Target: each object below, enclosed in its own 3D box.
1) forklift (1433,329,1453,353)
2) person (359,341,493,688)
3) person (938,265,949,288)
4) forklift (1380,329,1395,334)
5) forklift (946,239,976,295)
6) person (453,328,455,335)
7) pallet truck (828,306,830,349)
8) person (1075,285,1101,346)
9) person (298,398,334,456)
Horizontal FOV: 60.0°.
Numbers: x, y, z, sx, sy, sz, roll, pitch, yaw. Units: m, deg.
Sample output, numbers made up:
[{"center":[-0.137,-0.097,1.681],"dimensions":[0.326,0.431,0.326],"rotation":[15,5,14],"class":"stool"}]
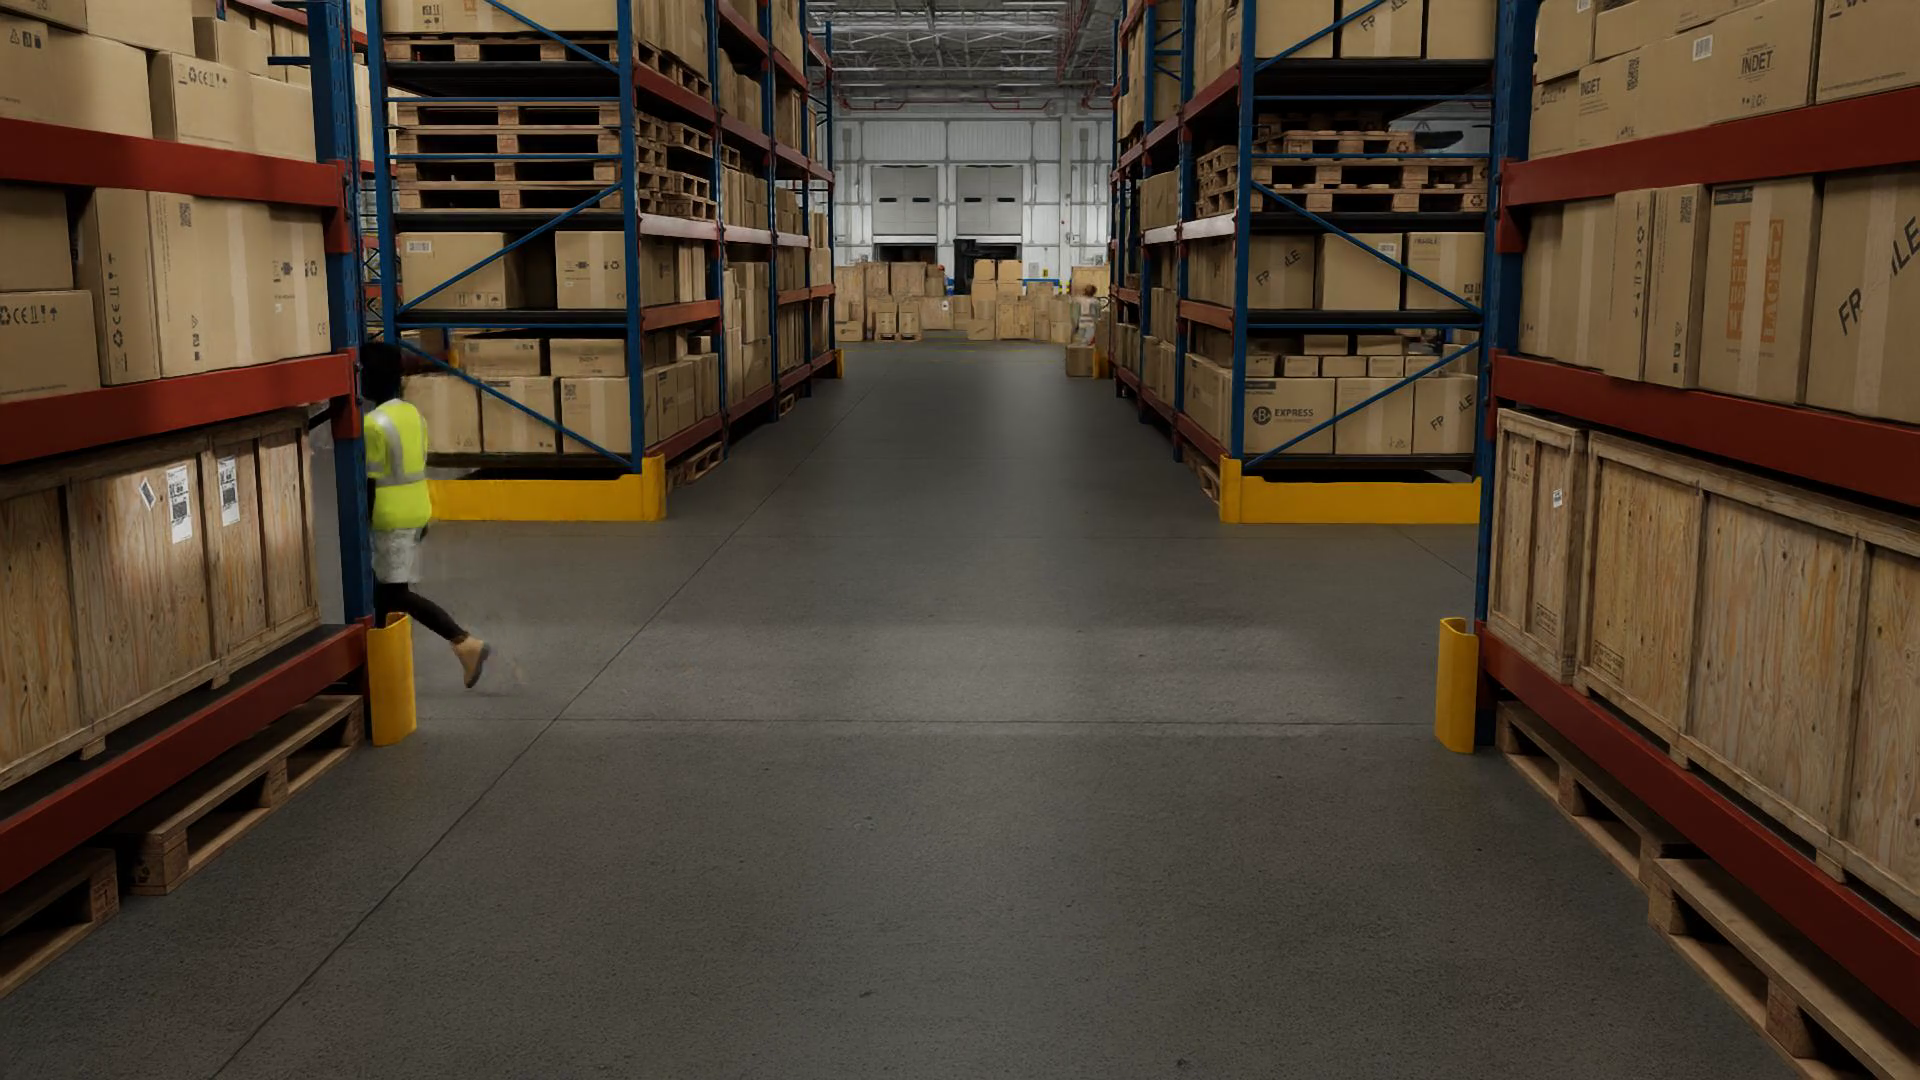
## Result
[{"center":[10.977,-5.337,35.531],"dimensions":[1.129,2.768,1.873],"rotation":[0,9,1],"class":"forklift"},{"center":[-2.578,-0.093,7.770],"dimensions":[0.758,1.668,0.537],"rotation":[1,10,5],"class":"person"},{"center":[-0.631,-8.884,59.623],"dimensions":[0.367,1.930,0.542],"rotation":[5,11,29],"class":"person"},{"center":[6.587,-3.743,25.984],"dimensions":[1.873,2.768,1.129],"rotation":[1,10,8],"class":"forklift"},{"center":[0.147,-8.977,57.332],"dimensions":[1.873,2.768,1.129],"rotation":[7,12,36],"class":"forklift"},{"center":[-14.161,-6.701,46.608],"dimensions":[0.628,1.903,0.460],"rotation":[0,9,1],"class":"person"},{"center":[-3.100,-3.940,29.800],"dimensions":[1.885,1.965,0.823],"rotation":[3,10,19],"class":"pallet truck"},{"center":[2.432,-4.013,31.461],"dimensions":[0.530,1.588,0.889],"rotation":[9,13,42],"class":"person"},{"center":[-6.804,-1.692,17.539],"dimensions":[0.502,1.591,0.842],"rotation":[-1,9,-3],"class":"person"}]
